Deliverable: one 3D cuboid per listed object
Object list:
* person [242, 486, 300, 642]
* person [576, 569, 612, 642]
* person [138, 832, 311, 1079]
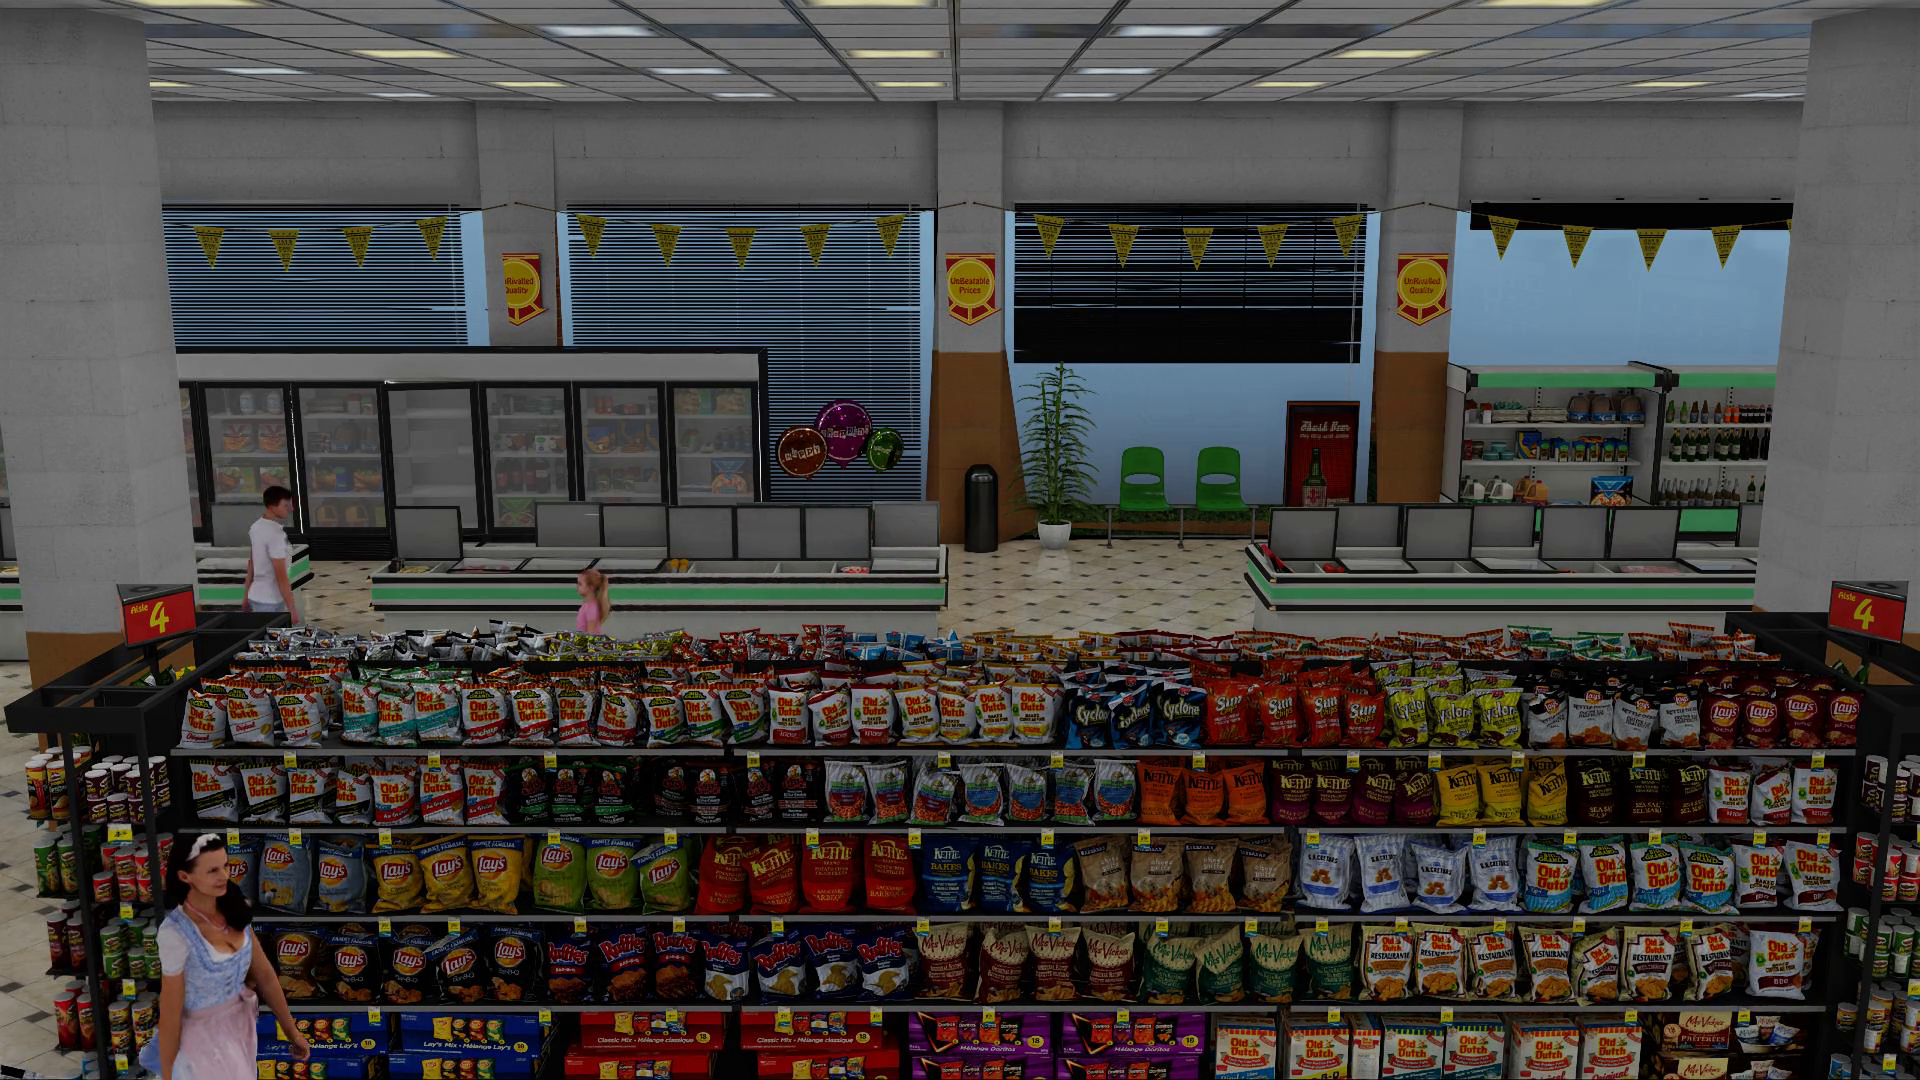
[{"bbox_3d":[-5.400,0.496,12.835,0.822,1.809,0.861,11,16,42],"label":"person"},{"bbox_3d":[-2.708,0.848,12.540,0.950,1.242,0.707,-4,13,-20],"label":"person"},{"bbox_3d":[-2.832,1.938,6.127,1.266,1.752,0.794,2,12,10],"label":"person"}]
